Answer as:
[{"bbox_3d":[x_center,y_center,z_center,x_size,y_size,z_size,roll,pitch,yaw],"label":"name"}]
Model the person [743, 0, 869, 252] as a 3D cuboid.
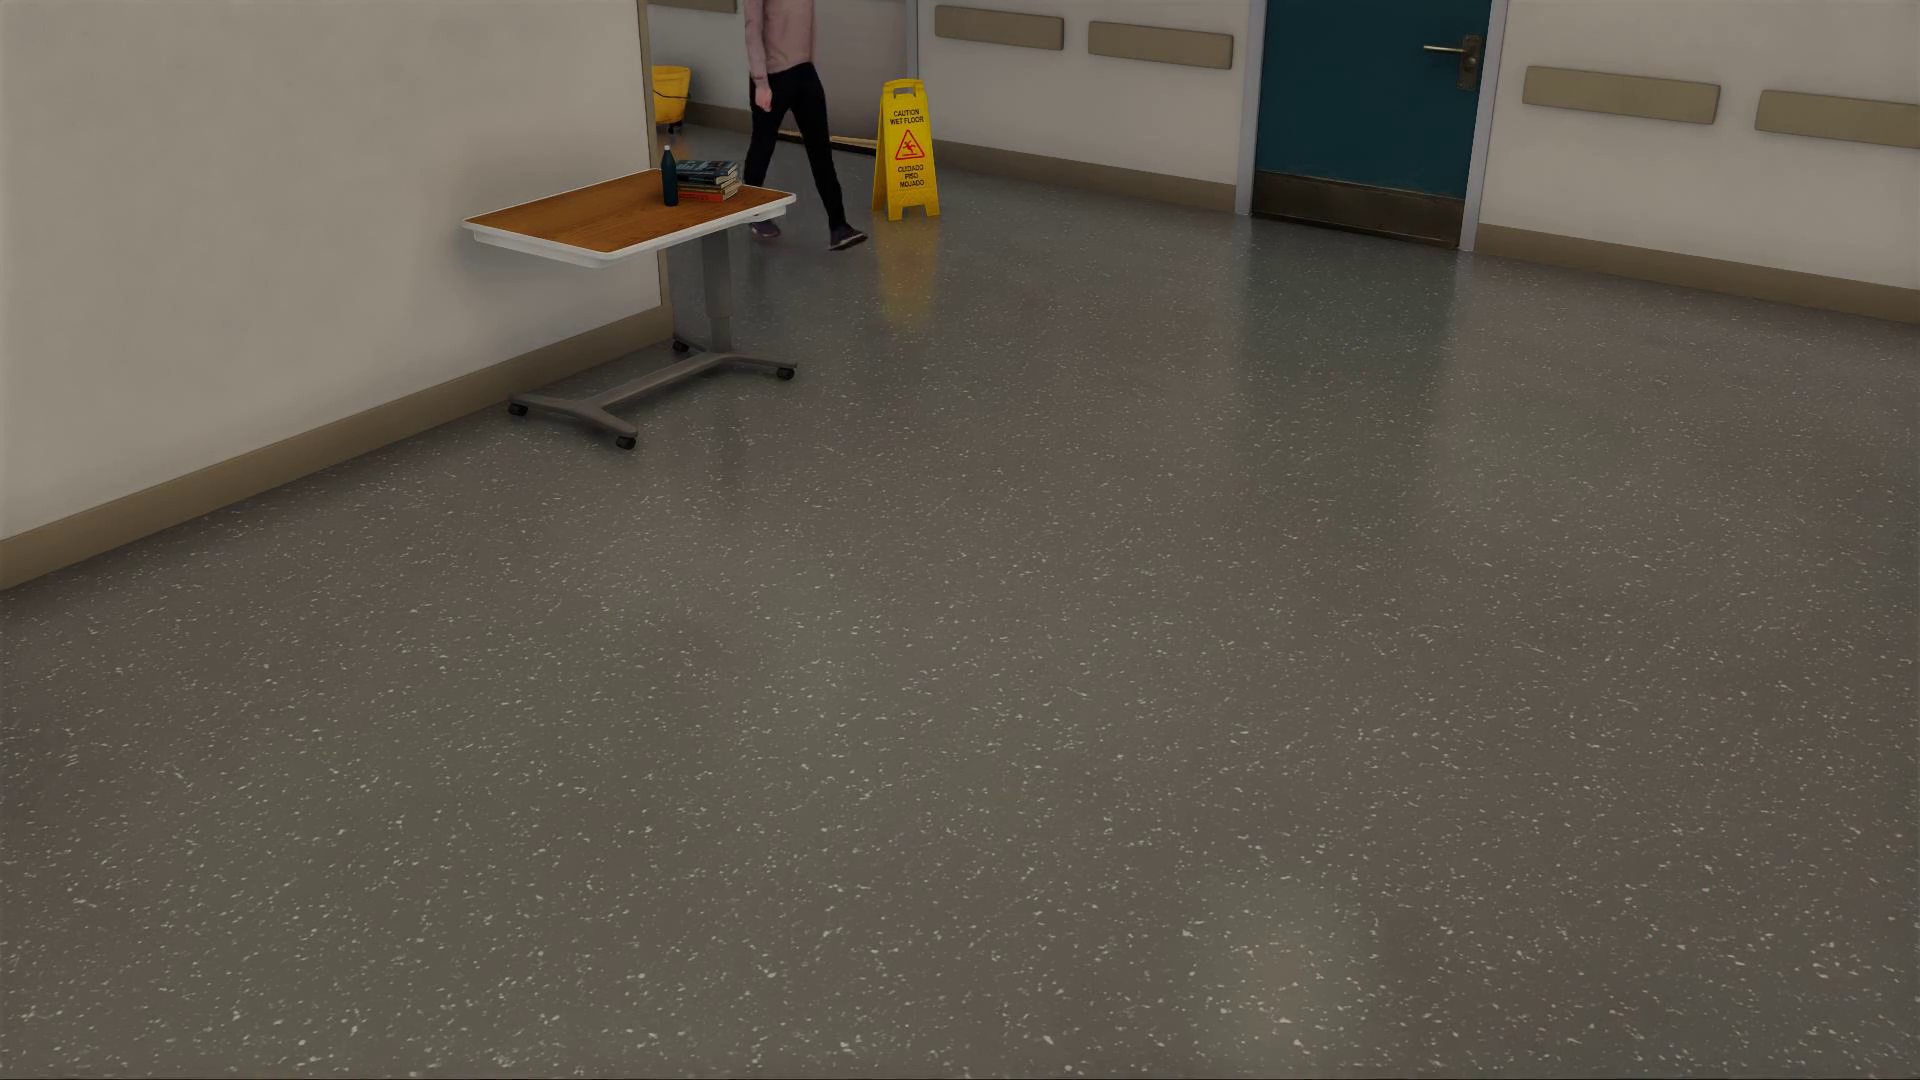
[{"bbox_3d":[-0.967,-2.393,8.661,0.840,1.757,1.234,-21,33,-37],"label":"person"}]
